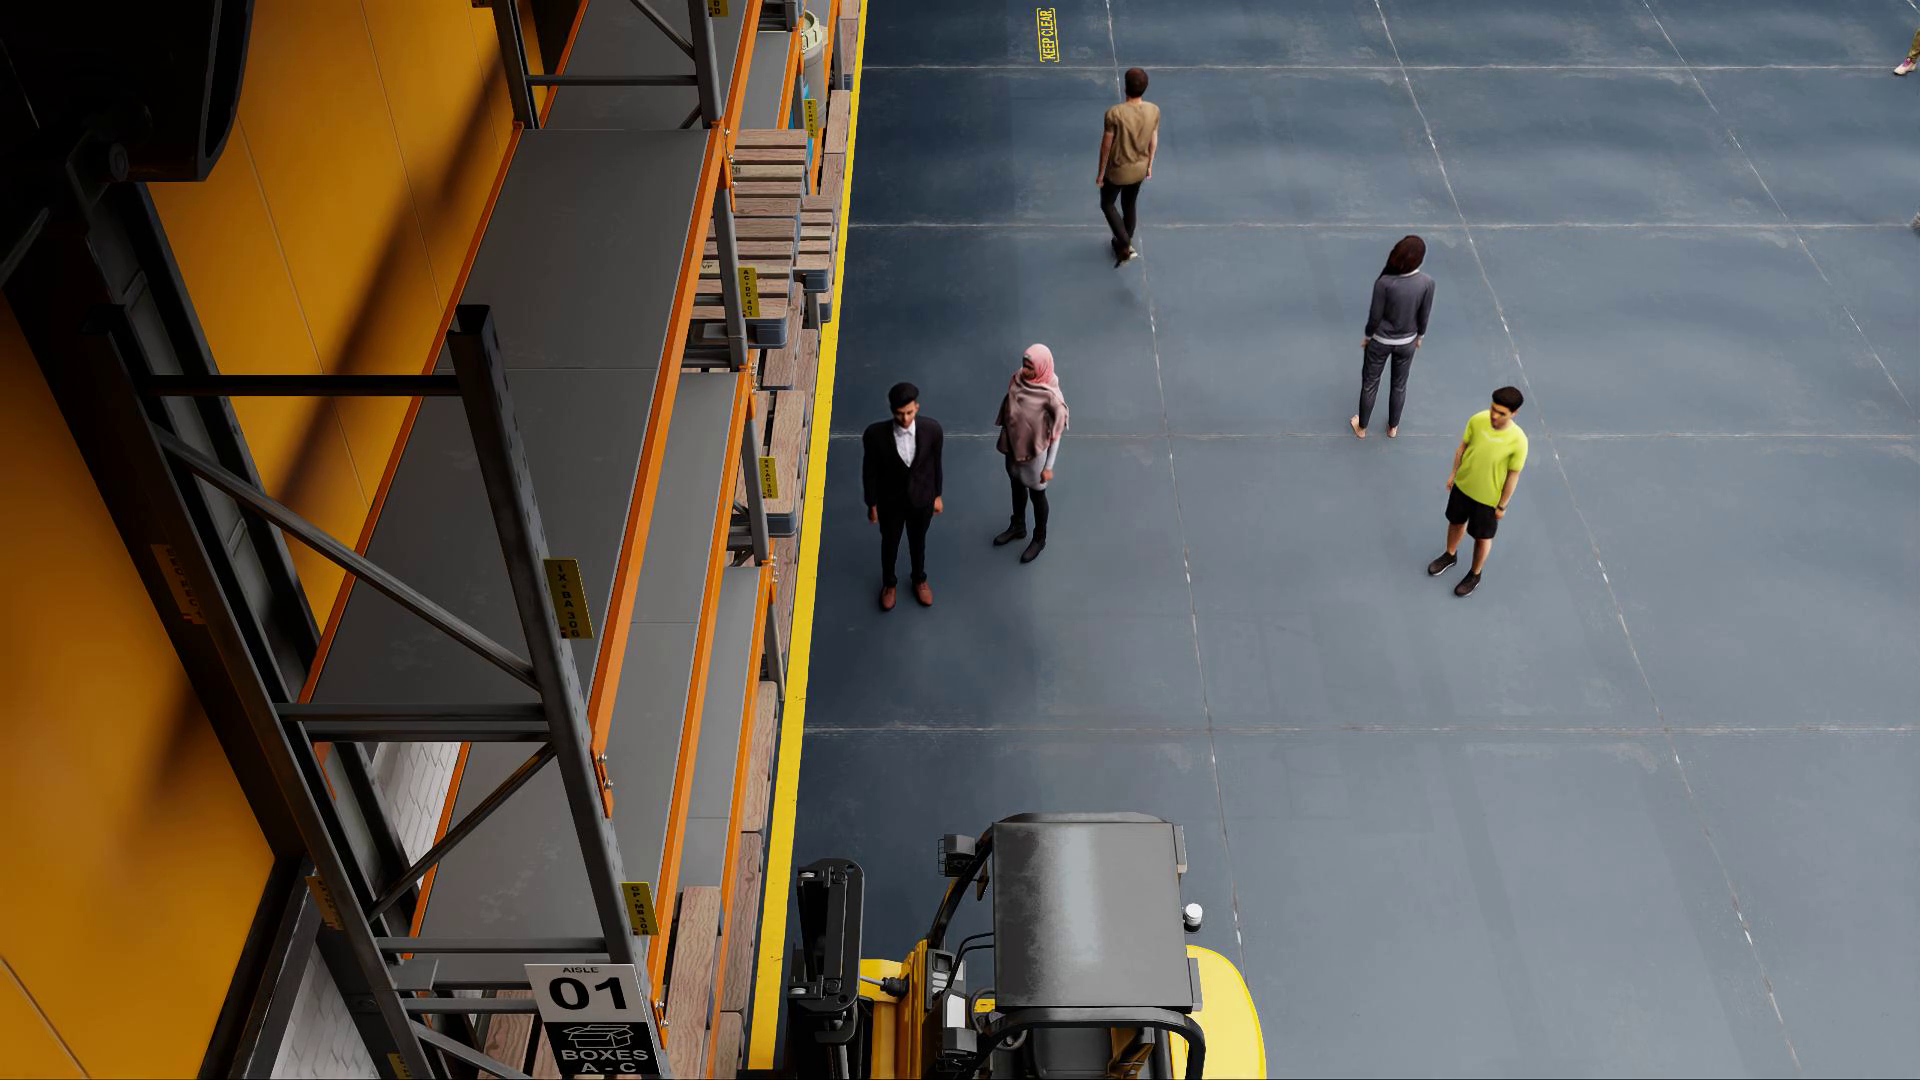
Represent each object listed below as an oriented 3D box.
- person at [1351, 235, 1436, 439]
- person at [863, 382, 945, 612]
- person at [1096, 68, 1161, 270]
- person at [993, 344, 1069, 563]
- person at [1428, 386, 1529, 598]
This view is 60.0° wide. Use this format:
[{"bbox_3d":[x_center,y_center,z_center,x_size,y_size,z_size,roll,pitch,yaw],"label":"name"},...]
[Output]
[{"bbox_3d":[3.269,-1.522,12.558,0.609,1.768,0.494,0,44,0],"label":"person"},{"bbox_3d":[-0.369,-0.314,11.206,0.731,1.883,0.609,-6,44,-7],"label":"person"},{"bbox_3d":[1.441,-3.109,14.173,0.852,1.838,1.004,-14,45,-14],"label":"person"},{"bbox_3d":[0.487,-0.618,11.582,0.738,1.804,0.797,34,53,31],"label":"person"},{"bbox_3d":[3.578,-0.395,11.417,0.779,1.708,0.705,-31,52,-28],"label":"person"}]
